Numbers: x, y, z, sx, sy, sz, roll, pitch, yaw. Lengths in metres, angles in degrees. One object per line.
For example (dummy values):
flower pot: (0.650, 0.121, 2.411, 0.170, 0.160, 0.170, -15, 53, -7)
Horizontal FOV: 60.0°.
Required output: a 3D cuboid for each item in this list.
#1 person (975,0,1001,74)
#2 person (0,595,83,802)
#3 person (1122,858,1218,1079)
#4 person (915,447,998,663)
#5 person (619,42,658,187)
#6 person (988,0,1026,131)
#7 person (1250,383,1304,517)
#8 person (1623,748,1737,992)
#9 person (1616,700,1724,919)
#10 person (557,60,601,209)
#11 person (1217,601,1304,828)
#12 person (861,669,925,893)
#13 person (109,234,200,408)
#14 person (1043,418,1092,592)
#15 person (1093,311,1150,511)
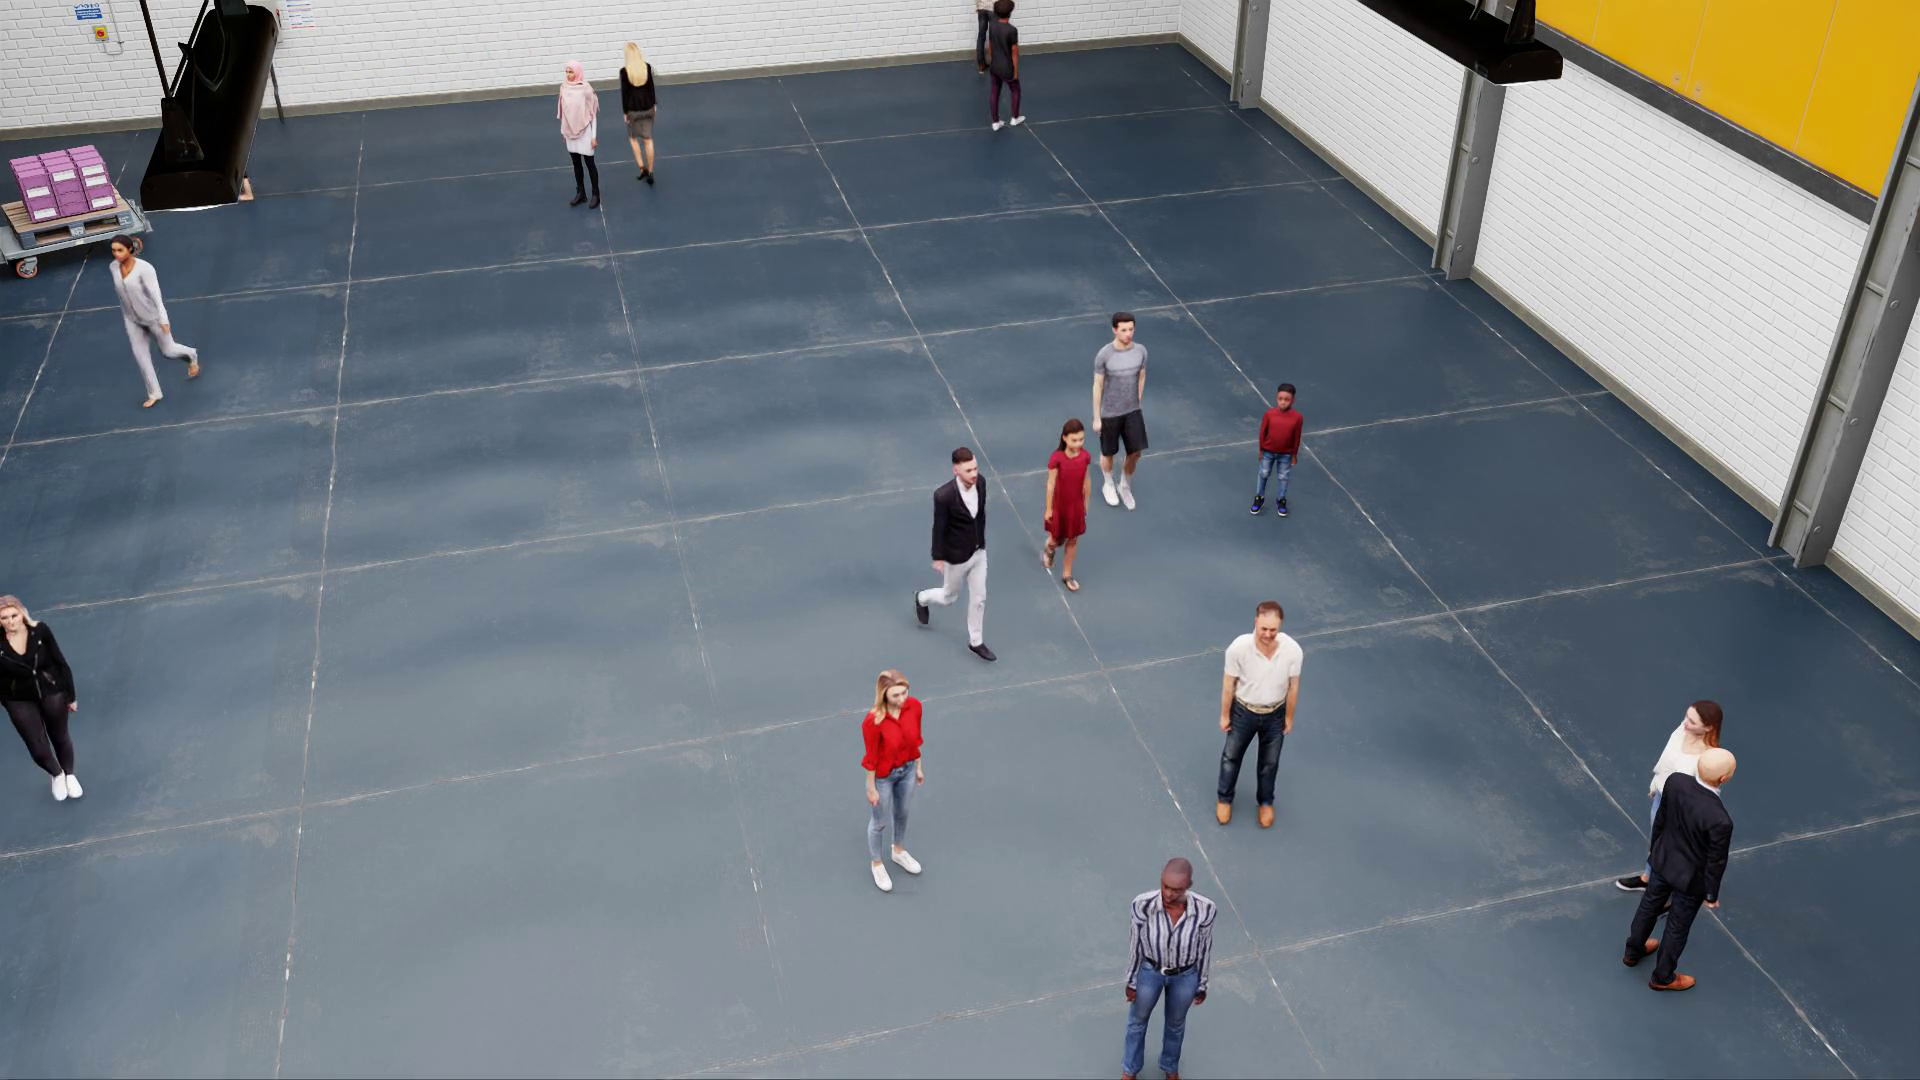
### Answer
person: (0.434, -7.859, 24.647, 0.733, 1.867, 0.798, 19, 38, 26)
person: (-6.344, 1.045, 11.422, 0.693, 1.677, 0.677, -19, 38, -26)
person: (1.140, 2.423, 9.244, 0.684, 1.794, 0.647, 1, 34, 1)
person: (-0.039, 0.056, 12.779, 0.978, 1.823, 1.183, -26, 42, -34)
person: (-3.971, -5.305, 20.838, 0.732, 1.830, 0.713, -16, 37, -23)
person: (0.553, -6.433, 22.592, 0.889, 1.766, 0.951, 17, 37, 24)
person: (2.794, -0.811, 14.596, 0.584, 1.256, 0.611, 8, 34, 12)
person: (4.319, 1.953, 9.944, 0.758, 1.801, 0.561, -13, 36, -19)
person: (4.518, 1.679, 10.455, 0.701, 1.692, 0.511, -5, 34, -8)
person: (-4.653, -4.976, 20.366, 0.739, 1.804, 0.773, 11, 35, 16)
person: (2.003, 1.130, 11.140, 0.739, 1.847, 0.726, 5, 34, 8)
person: (-0.435, 1.505, 10.706, 0.680, 1.704, 0.645, -22, 40, -30)
person: (-7.927, -2.215, 16.295, 0.910, 1.713, 1.137, 5, 34, 8)
person: (0.851, -0.340, 13.624, 0.571, 1.547, 0.755, -11, 35, -15)
person: (1.357, -1.178, 14.604, 0.676, 1.858, 0.694, -6, 34, -9)
